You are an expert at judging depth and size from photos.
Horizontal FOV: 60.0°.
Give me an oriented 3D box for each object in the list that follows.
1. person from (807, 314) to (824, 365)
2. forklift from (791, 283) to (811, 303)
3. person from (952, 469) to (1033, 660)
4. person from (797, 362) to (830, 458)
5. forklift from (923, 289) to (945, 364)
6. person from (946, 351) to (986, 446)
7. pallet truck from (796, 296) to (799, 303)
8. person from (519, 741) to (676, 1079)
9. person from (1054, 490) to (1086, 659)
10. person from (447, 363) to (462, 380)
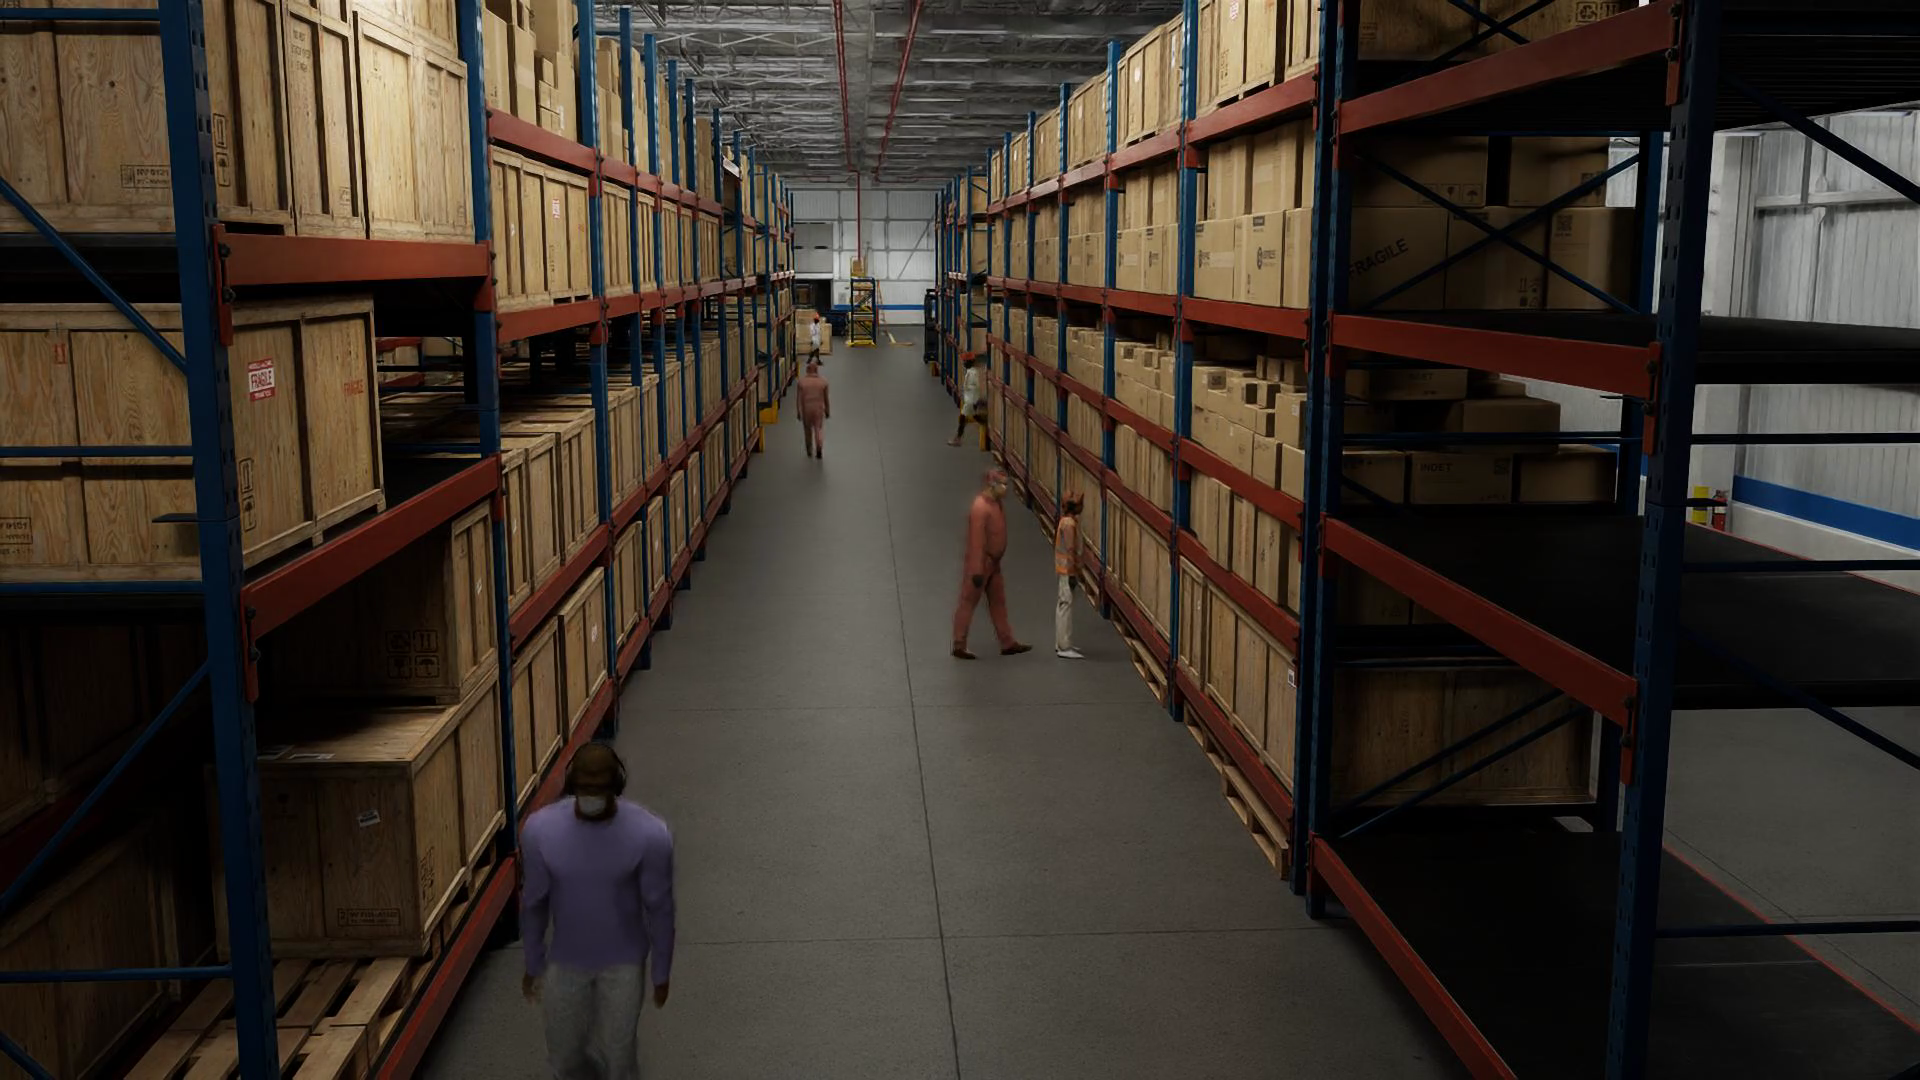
[{"bbox_3d":[-5.404,-7.441,61.909,0.882,1.915,0.556,5,11,27],"label":"person"},{"bbox_3d":[-7.481,-10.728,78.548,1.129,2.768,1.873,-2,10,-10],"label":"forklift"},{"bbox_3d":[0.301,0.241,16.111,0.801,1.859,0.672,3,10,16],"label":"person"},{"bbox_3d":[-2.884,-2.558,32.743,0.657,1.882,0.871,-2,10,-9],"label":"person"},{"bbox_3d":[-0.810,-8.122,62.985,1.129,2.768,1.873,-1,10,-3],"label":"forklift"},{"bbox_3d":[0.266,-2.956,34.749,1.039,2.002,0.617,0,10,-2],"label":"person"},{"bbox_3d":[-8.622,-12.439,91.403,1.885,1.965,0.823,2,10,13],"label":"pallet truck"},{"bbox_3d":[-1.487,1.740,6.931,0.646,1.920,0.522,0,10,1],"label":"person"},{"bbox_3d":[1.071,0.326,16.215,0.313,1.639,0.517,0,10,1],"label":"person"},{"bbox_3d":[-10.413,-2.798,34.421,0.965,1.797,0.584,0,10,0],"label":"person"}]
